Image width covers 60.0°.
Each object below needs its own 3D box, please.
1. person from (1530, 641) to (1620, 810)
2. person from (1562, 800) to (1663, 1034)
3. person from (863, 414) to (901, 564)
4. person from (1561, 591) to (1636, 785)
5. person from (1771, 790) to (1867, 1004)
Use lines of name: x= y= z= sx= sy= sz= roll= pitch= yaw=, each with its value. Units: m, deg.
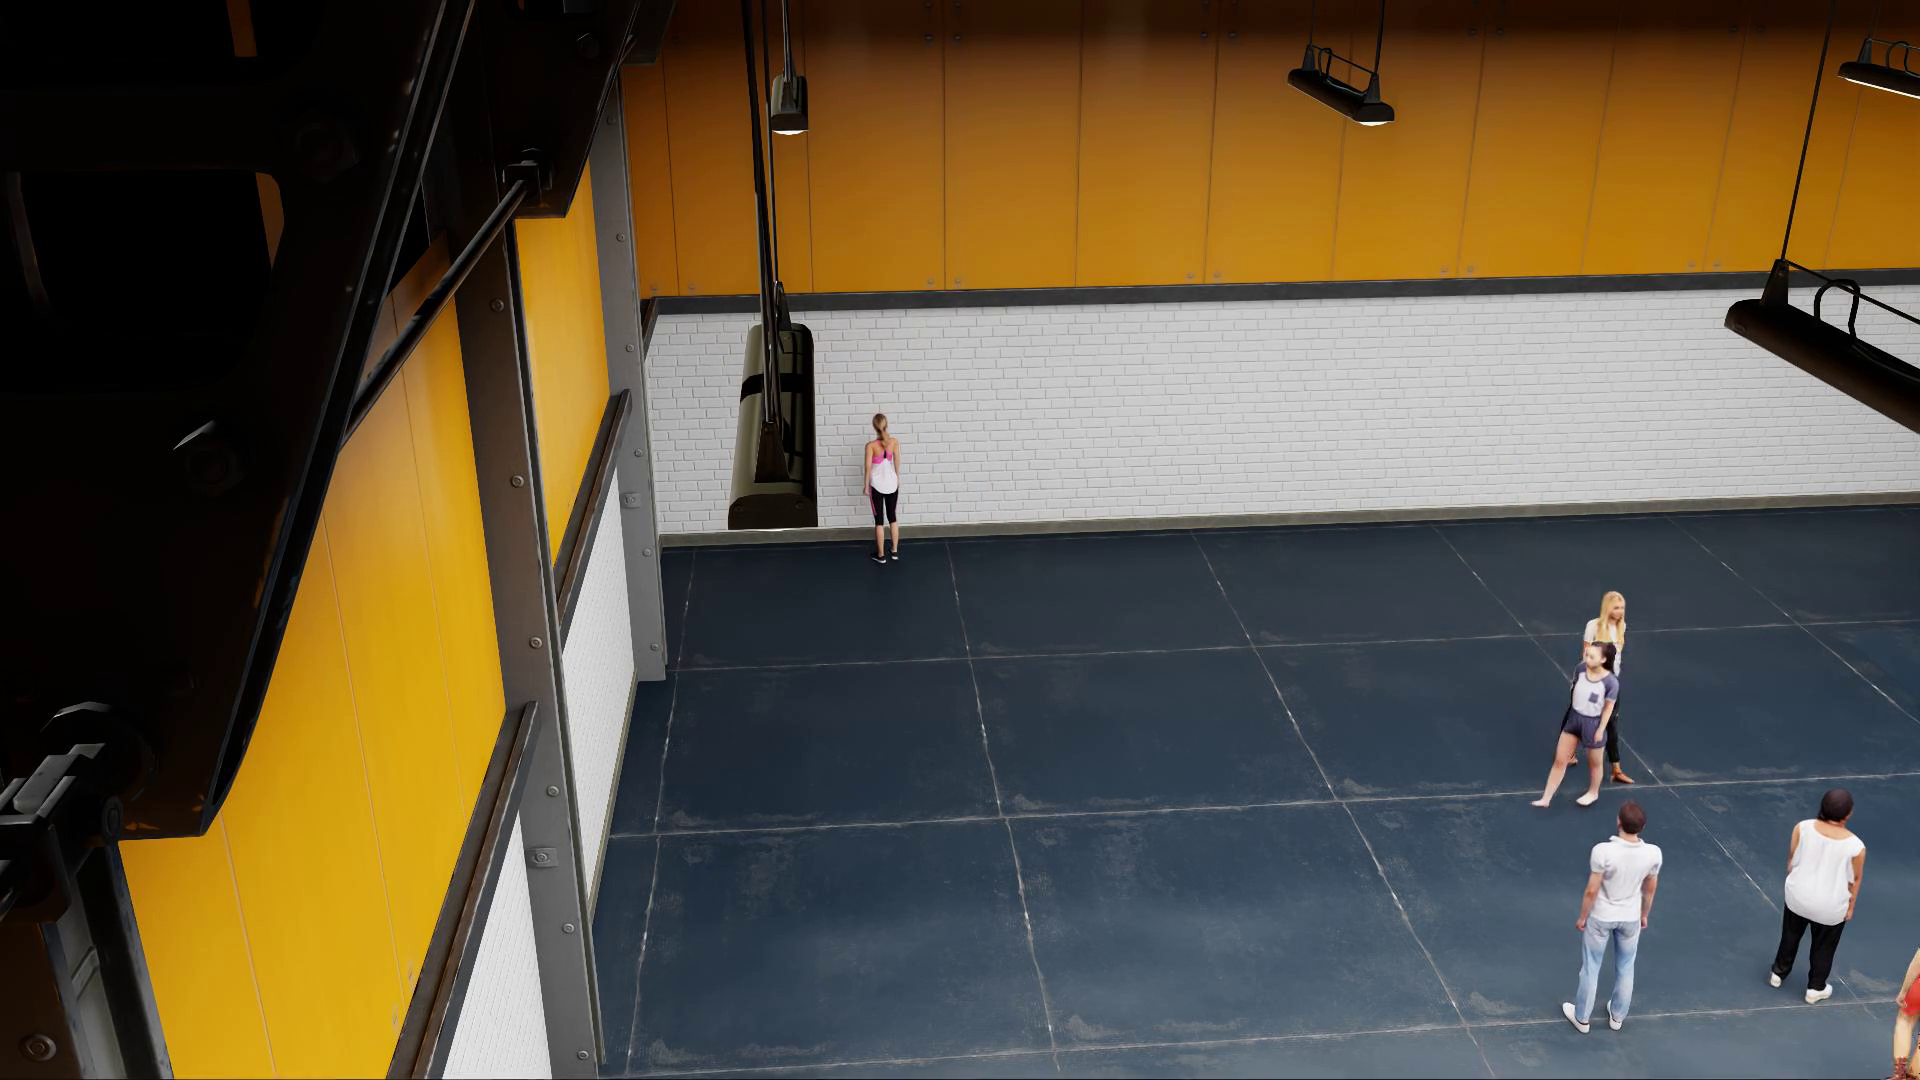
person: x=5.476 y=1.605 z=14.361 sx=0.940 sy=1.616 sz=1.013 roll=-14 pitch=27 yaw=-28
person: x=4.599 y=2.646 z=11.685 sx=0.655 sy=1.851 sz=0.548 roll=0 pitch=24 yaw=-1
person: x=-0.880 y=-0.601 z=19.196 sx=0.677 sy=1.787 sz=0.656 roll=-12 pitch=27 yaw=-26
person: x=5.642 y=1.250 z=14.955 sx=0.734 sy=1.792 sz=1.104 roll=-6 pitch=24 yaw=-14
person: x=6.247 y=2.558 z=12.091 sx=0.826 sy=1.687 sz=0.739 roll=-19 pitch=30 yaw=-37
